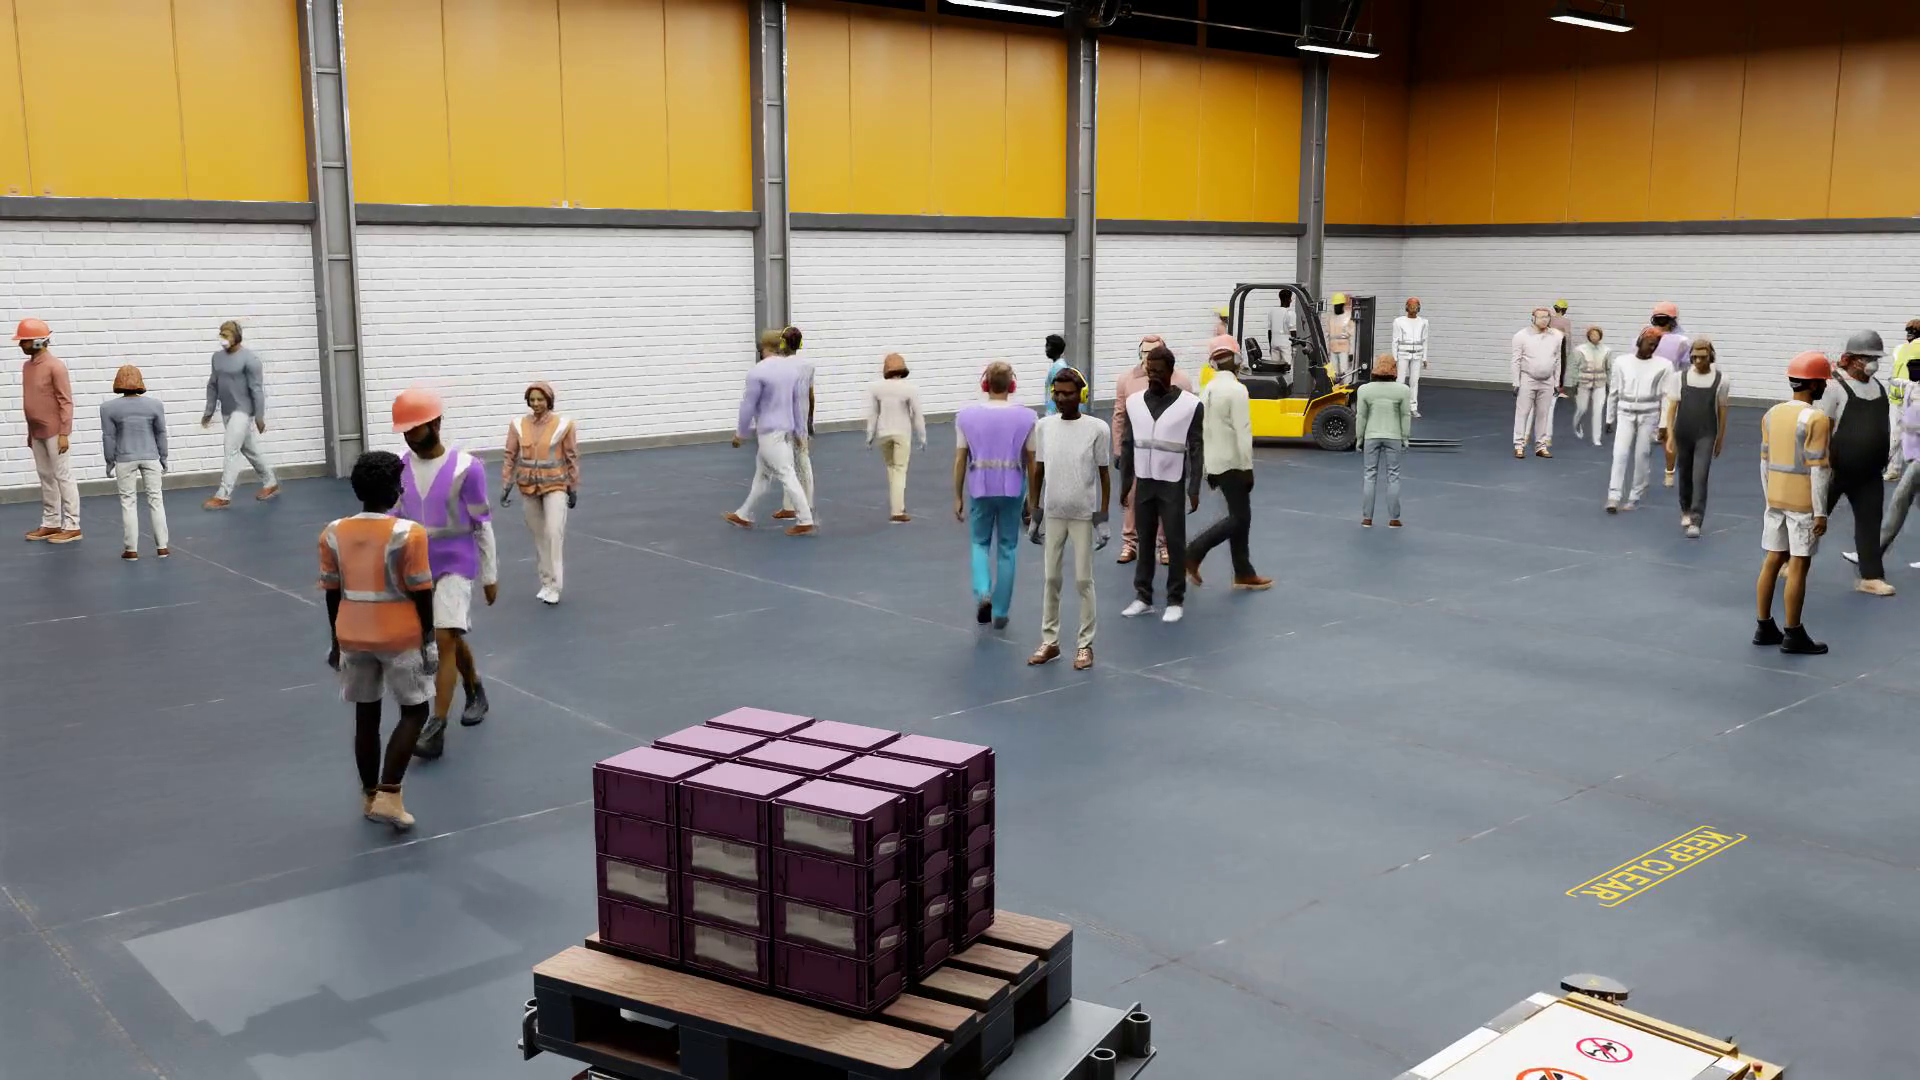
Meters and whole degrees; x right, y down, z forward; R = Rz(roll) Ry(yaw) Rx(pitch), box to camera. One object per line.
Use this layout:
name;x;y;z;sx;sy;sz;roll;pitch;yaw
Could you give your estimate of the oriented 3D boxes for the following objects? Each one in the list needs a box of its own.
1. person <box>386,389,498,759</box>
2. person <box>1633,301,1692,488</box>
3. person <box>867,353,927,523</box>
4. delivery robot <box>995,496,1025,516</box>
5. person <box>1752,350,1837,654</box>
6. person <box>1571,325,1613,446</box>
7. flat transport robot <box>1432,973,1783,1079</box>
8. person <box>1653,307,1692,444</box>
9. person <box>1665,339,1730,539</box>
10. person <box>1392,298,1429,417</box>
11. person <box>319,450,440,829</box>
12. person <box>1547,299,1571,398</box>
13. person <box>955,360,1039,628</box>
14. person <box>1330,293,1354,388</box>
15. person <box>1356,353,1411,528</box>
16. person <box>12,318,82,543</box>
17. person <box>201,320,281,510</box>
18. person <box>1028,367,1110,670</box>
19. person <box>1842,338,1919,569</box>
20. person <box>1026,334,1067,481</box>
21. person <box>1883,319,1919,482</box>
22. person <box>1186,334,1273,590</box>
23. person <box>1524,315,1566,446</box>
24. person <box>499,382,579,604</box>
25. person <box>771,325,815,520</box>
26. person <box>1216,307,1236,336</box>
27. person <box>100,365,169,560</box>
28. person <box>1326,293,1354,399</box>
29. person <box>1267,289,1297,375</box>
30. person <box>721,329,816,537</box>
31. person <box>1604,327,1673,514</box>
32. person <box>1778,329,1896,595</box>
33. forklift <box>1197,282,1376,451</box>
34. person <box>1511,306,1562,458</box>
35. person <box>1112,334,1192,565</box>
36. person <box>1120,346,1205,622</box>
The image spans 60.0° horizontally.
person;-2.705;0.146;8.655;0.546;1.875;1.033;2;10;10
person;7.658;-1.586;18.224;0.613;2.039;0.389;2;10;12
person;-0.585;-0.986;15.956;0.566;1.604;0.653;4;10;21
delivery robot;0.385;-0.487;15.863;0.477;0.478;0.707;-2;10;-12
person;5.366;-0.242;10.658;0.358;1.938;0.542;-2;10;-13
person;8.517;-2.095;22.467;0.529;1.620;0.629;2;10;9
flat transport robot;1.718;1.605;4.714;1.431;0.197;0.652;-9;13;-42
person;9.549;-2.247;22.584;0.663;1.881;0.615;1;10;5
person;6.768;-0.954;15.275;0.498;1.801;0.972;6;11;32
person;7.070;-2.860;26.145;0.576;1.883;0.355;-1;10;-5
person;-2.580;0.449;7.349;0.582;1.688;0.470;2;10;14
person;10.727;-3.432;29.835;0.328;1.767;0.532;-7;12;-34
person;0.254;-0.300;11.298;0.569;1.830;0.441;1;10;4
person;6.916;-3.457;29.652;0.661;1.884;0.621;4;10;21
person;3.946;-0.923;15.528;0.498;1.634;0.278;3;10;17
person;-8.092;-0.965;14.735;0.612;1.991;0.391;6;11;32
person;-7.352;-1.294;16.958;0.631;1.897;1.012;6;11;32
person;0.672;-0.131;10.238;0.534;1.858;0.309;4;11;23
person;7.612;-0.679;13.379;0.969;1.879;0.604;1;10;6
person;0.998;-1.463;18.602;0.846;1.652;0.556;2;10;10
person;10.559;-1.528;18.465;0.429;1.842;0.637;-5;11;-27
person;2.010;-0.567;12.531;0.742;1.946;0.644;-2;10;-12
person;7.736;-2.163;22.213;0.638;1.841;0.429;4;10;22
person;-3.086;-0.328;12.120;0.523;1.616;0.687;1;10;7
person;-1.624;-1.124;16.050;0.514;1.861;0.328;-9;13;-42
person;4.282;-2.929;27.035;0.927;1.713;0.542;4;11;24
person;-6.881;-0.644;13.902;0.498;1.633;0.285;-7;12;-35
person;6.472;-3.236;28.269;0.467;1.914;0.593;-7;12;-35
person;5.641;-3.396;29.035;0.361;1.964;0.613;-8;12;-39
person;-1.726;-0.968;15.116;1.057;1.871;0.630;5;11;26
person;6.612;-1.158;16.301;0.618;1.840;0.910;6;11;30
person;6.720;-0.645;12.717;0.684;2.000;0.992;-3;10;-14
forklift;4.328;-2.346;22.227;2.313;2.155;1.214;3;10;16
person;7.244;-1.976;20.891;0.643;1.913;0.410;-1;10;-5
person;1.568;-0.739;13.664;0.652;1.904;0.402;2;10;14
person;1.405;-0.392;11.604;0.597;1.915;0.373;6;11;30
